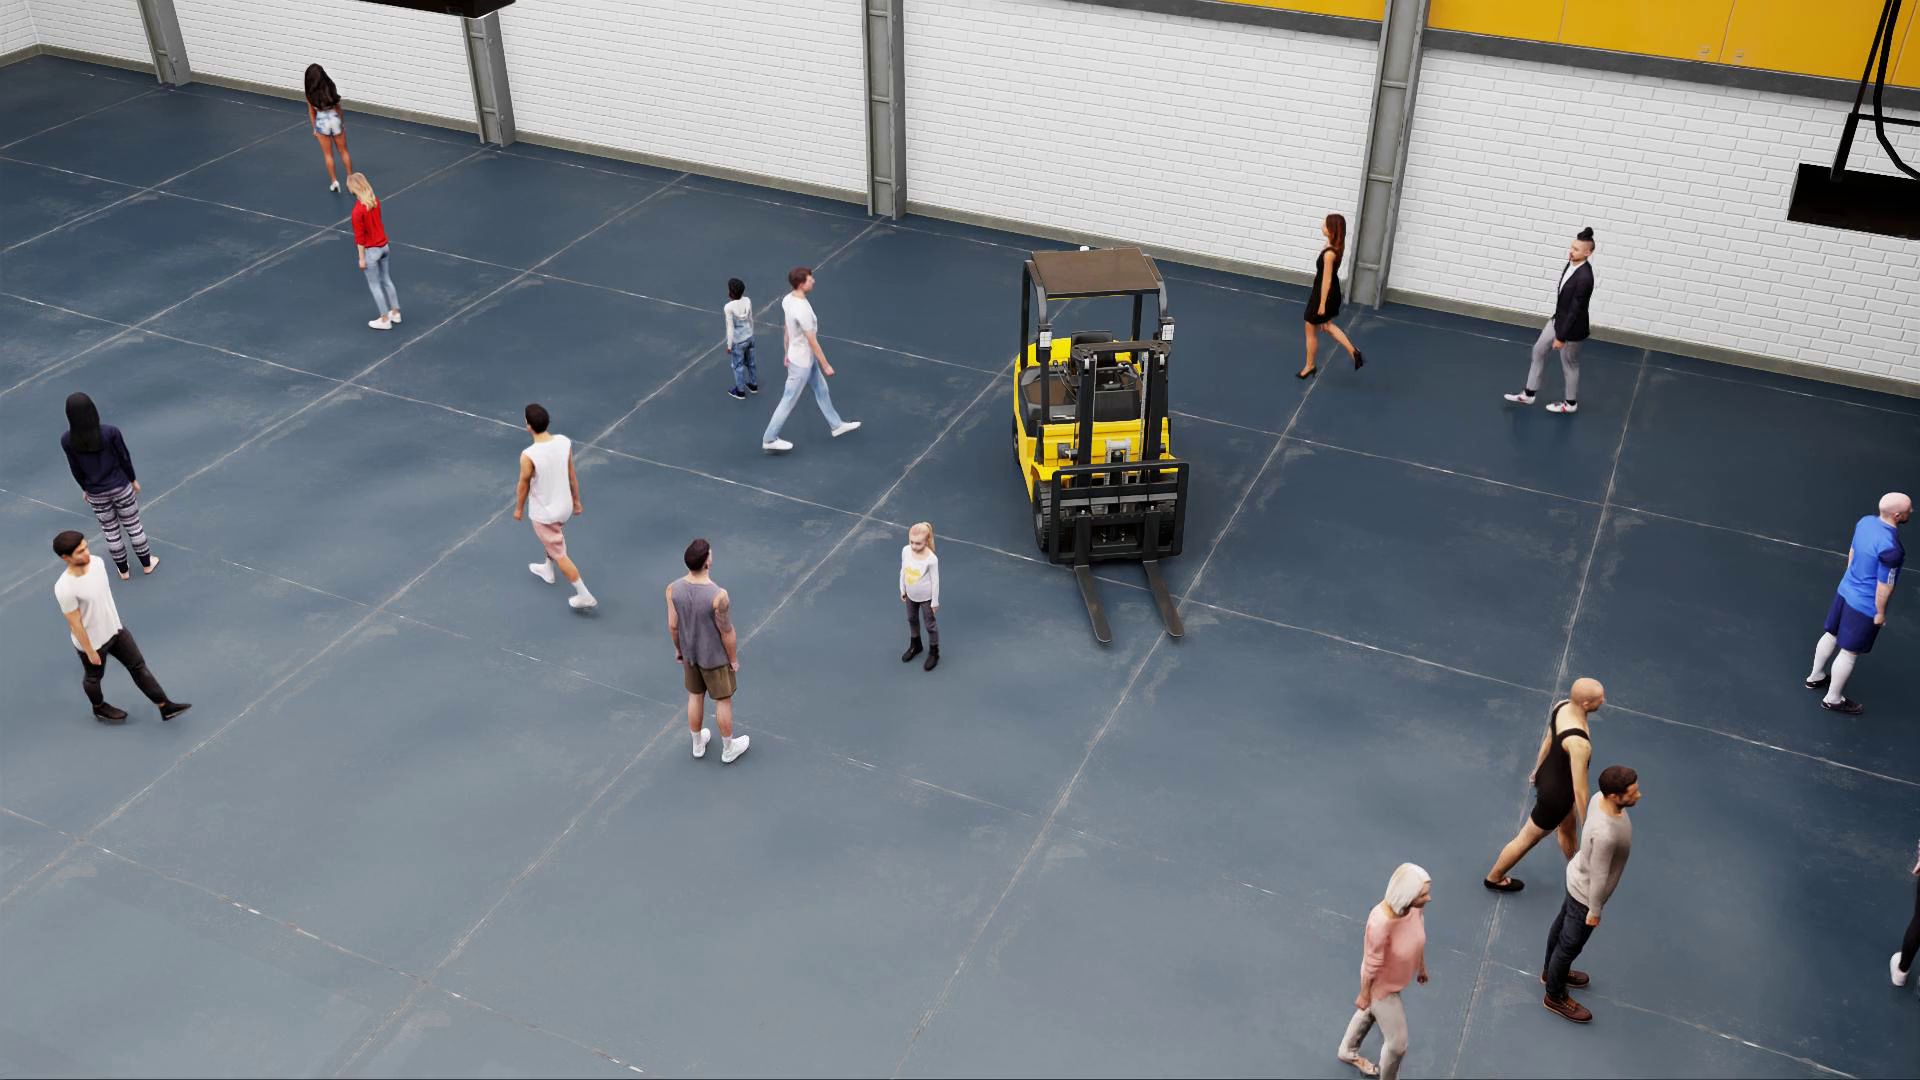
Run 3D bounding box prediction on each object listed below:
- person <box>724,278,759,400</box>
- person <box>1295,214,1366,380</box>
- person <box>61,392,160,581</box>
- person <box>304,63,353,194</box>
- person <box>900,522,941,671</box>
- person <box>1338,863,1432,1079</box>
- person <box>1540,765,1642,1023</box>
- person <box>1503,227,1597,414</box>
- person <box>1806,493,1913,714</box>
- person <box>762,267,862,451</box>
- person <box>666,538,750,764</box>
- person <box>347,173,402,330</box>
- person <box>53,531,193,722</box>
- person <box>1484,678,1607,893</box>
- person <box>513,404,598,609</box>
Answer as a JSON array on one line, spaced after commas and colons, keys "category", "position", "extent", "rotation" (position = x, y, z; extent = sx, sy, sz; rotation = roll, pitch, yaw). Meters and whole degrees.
[{"category": "person", "position": [-2.185, -2.011, 16.507], "extent": [0.566, 1.260, 0.545], "rotation": [29, 43, 36]}, {"category": "person", "position": [3.722, -2.362, 16.530], "extent": [0.889, 1.818, 0.585], "rotation": [14, 36, 20]}, {"category": "person", "position": [-7.037, -0.451, 13.730], "extent": [0.676, 1.735, 0.730], "rotation": [-12, 36, -18]}, {"category": "person", "position": [-7.953, -5.193, 20.964], "extent": [0.661, 1.624, 0.699], "rotation": [-21, 39, -29]}, {"category": "person", "position": [-0.300, 0.412, 12.848], "extent": [0.460, 1.274, 0.579], "rotation": [20, 39, 27]}, {"category": "person", "position": [2.343, 2.430, 9.419], "extent": [0.880, 1.709, 0.744], "rotation": [25, 41, 33]}, {"category": "person", "position": [3.718, 2.049, 9.849], "extent": [0.610, 1.867, 0.687], "rotation": [10, 35, 14]}, {"category": "person", "position": [5.963, -2.085, 16.010], "extent": [1.063, 1.933, 0.937], "rotation": [0, 34, 1]}, {"category": "person", "position": [6.671, 0.435, 12.300], "extent": [0.739, 1.842, 0.755], "rotation": [-1, 34, -1]}, {"category": "person", "position": [-1.555, -1.617, 15.427], "extent": [1.265, 1.798, 1.152], "rotation": [-9, 35, -14]}, {"category": "person", "position": [-1.800, 0.777, 11.715], "extent": [0.528, 1.844, 0.732], "rotation": [9, 35, 14]}, {"category": "person", "position": [-6.231, -3.072, 17.706], "extent": [0.594, 1.699, 0.666], "rotation": [7, 34, 11]}, {"category": "person", "position": [-6.338, 0.657, 12.104], "extent": [1.092, 1.691, 0.776], "rotation": [8, 34, 12]}, {"category": "person", "position": [3.698, 1.607, 10.597], "extent": [1.173, 1.776, 0.914], "rotation": [3, 34, 5]}, {"category": "person", "position": [-3.245, -0.218, 13.368], "extent": [1.162, 1.748, 0.764], "rotation": [21, 39, 28]}]
